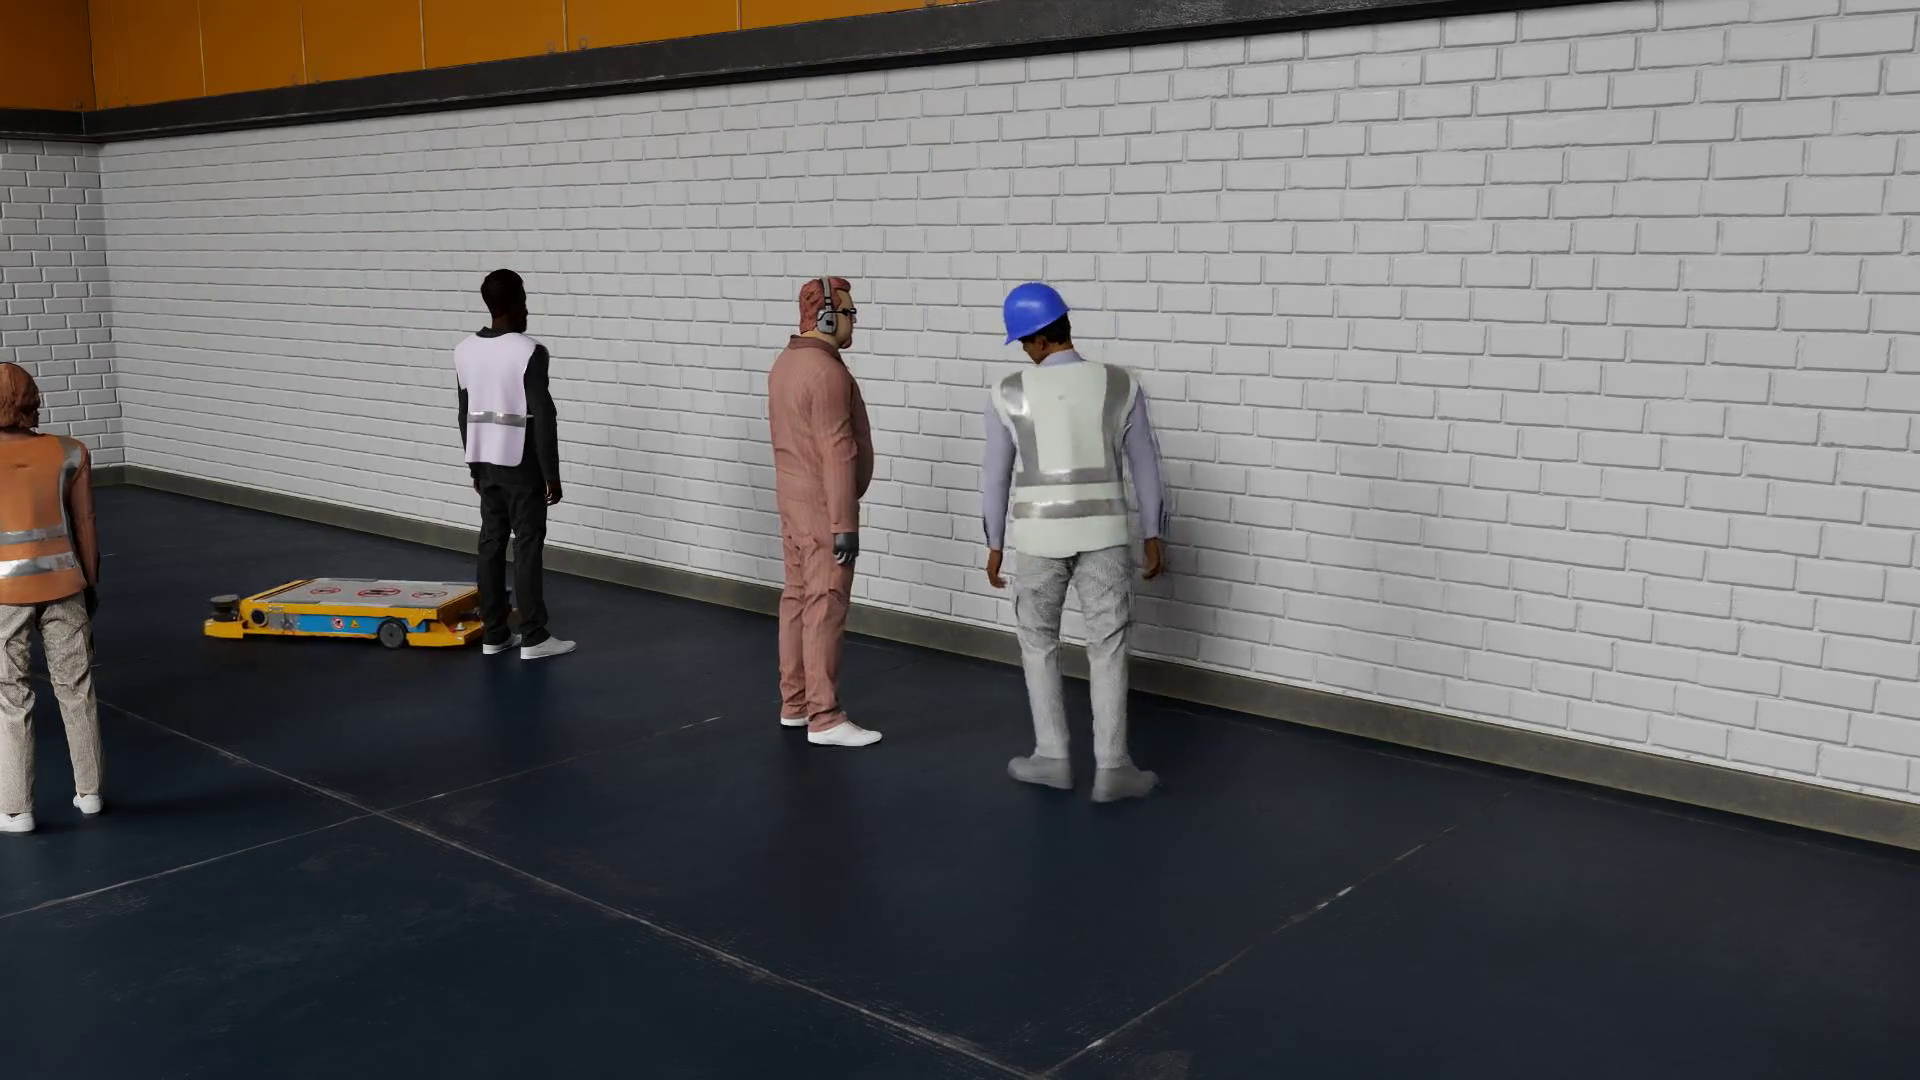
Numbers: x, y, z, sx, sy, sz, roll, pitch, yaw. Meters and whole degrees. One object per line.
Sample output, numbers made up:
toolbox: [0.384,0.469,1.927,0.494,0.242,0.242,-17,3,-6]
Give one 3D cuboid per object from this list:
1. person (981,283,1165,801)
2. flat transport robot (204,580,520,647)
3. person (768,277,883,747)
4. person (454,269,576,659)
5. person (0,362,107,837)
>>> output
person: [0.418,0.008,6.165,0.680,1.897,0.483,0,10,0]
flat transport robot: [-3.123,0.367,8.727,1.431,0.197,0.652,2,10,10]
person: [-0.546,-0.116,6.823,0.400,1.907,0.645,-4,11,-24]
person: [-2.220,-0.366,8.208,0.592,1.922,0.392,5,11,28]
person: [-3.229,0.204,5.758,0.308,1.641,0.514,8,13,38]
